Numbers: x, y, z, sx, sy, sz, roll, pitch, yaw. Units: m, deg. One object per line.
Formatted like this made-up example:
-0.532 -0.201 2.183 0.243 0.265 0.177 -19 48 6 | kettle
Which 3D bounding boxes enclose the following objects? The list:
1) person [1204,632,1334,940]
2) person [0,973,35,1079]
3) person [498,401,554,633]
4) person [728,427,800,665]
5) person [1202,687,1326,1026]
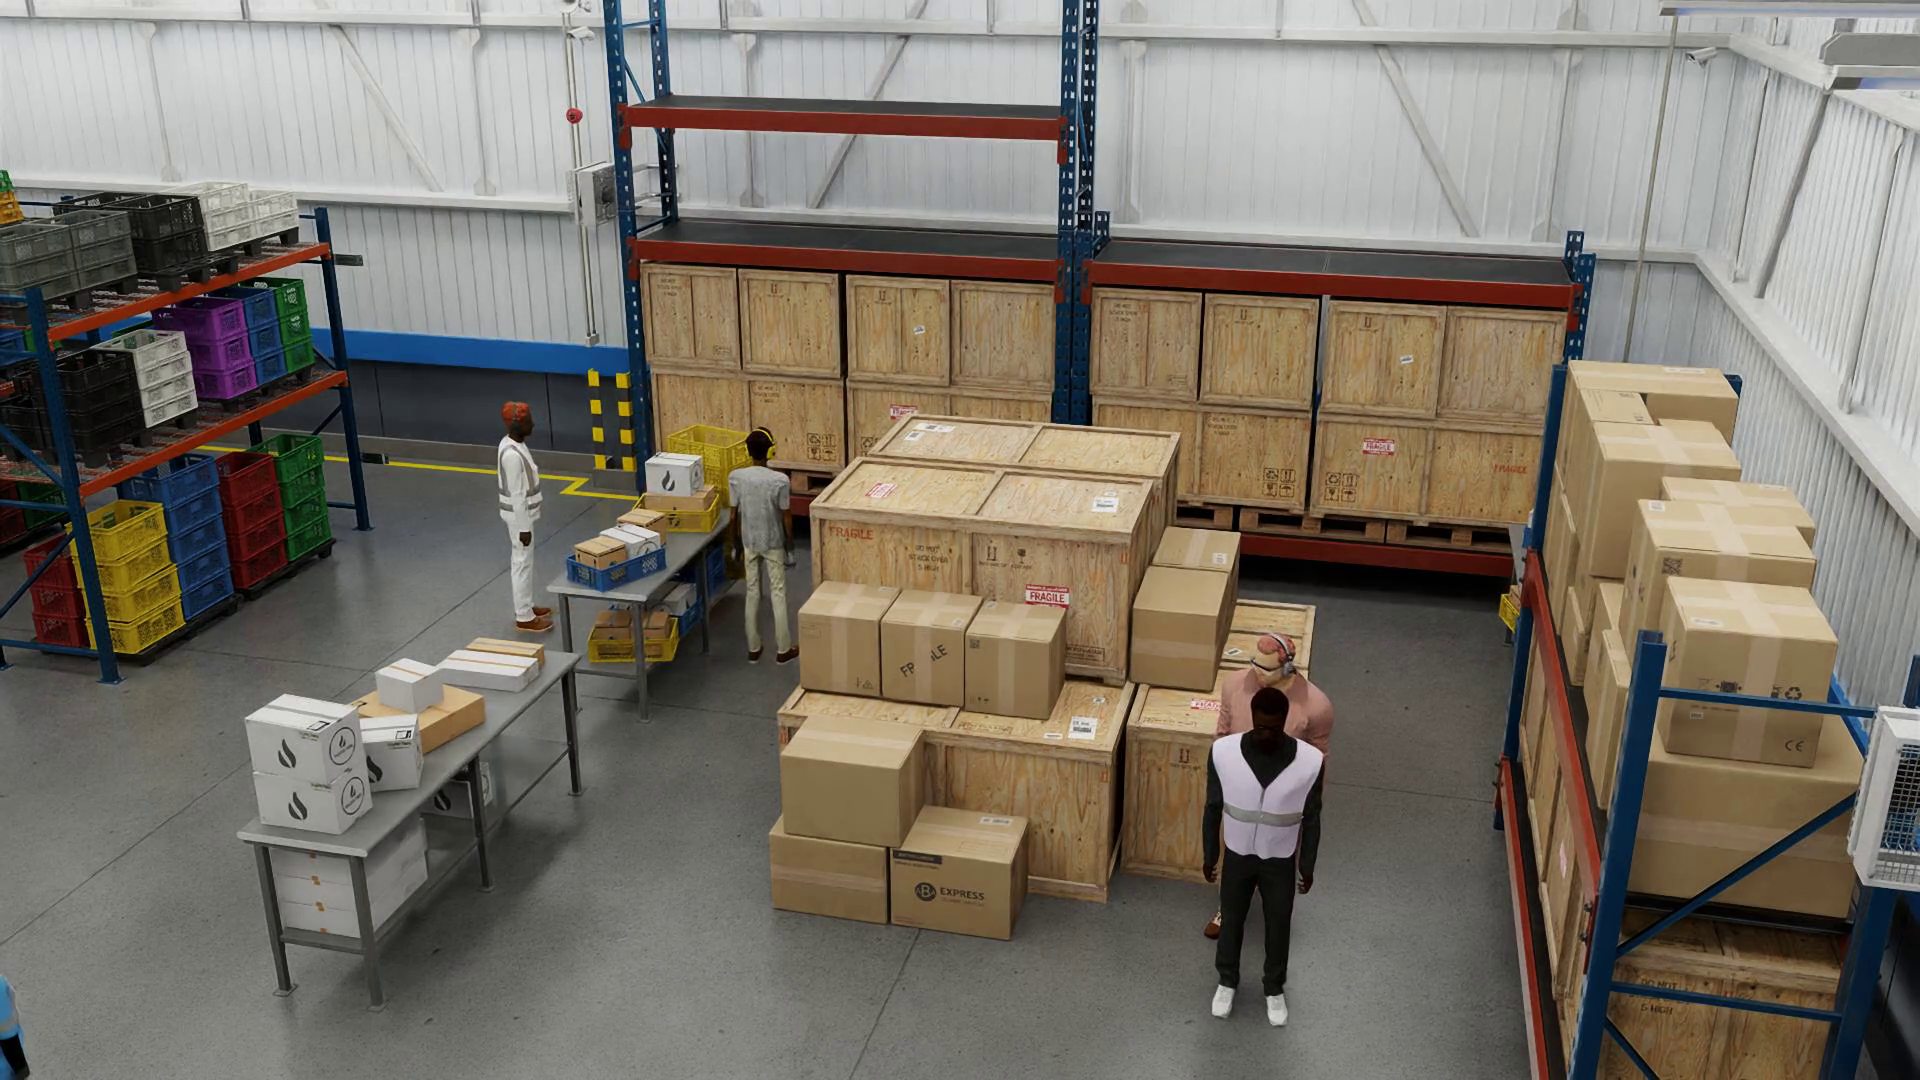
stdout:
1.676 1.381 9.129 0.643 1.902 0.399 12 24 28 | person
-4.175 2.252 7.130 0.540 1.695 0.317 9 23 22 | person
-3.489 -0.191 13.263 0.337 1.882 0.583 -5 22 -14 | person
-1.498 0.053 12.659 0.514 1.861 0.332 4 21 11 | person
1.539 1.601 8.548 0.591 1.911 0.389 4 21 11 | person
